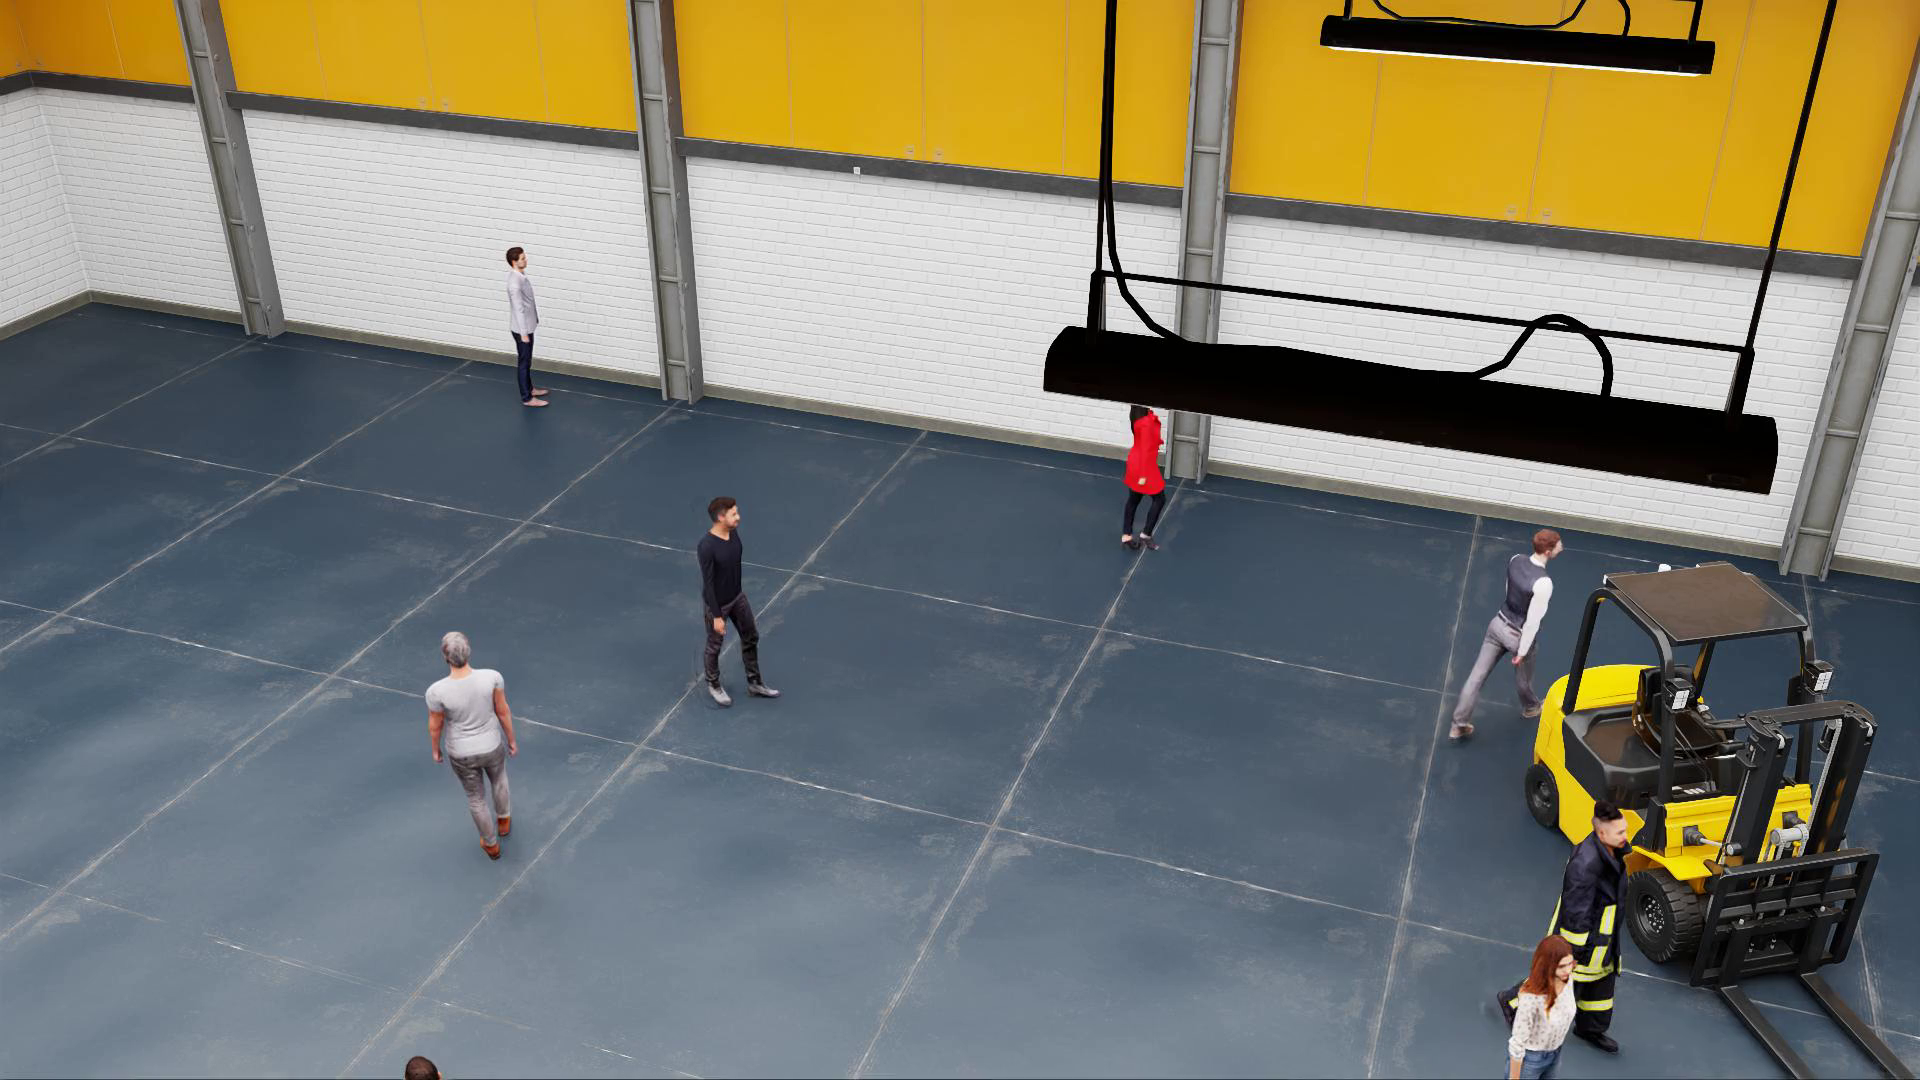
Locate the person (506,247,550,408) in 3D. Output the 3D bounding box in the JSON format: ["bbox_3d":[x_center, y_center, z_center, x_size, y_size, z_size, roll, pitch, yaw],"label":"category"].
[{"bbox_3d":[-4.989,-2.458,18.978,0.756,1.852,0.761,-4,29,-8],"label":"person"}]

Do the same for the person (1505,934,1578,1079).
[{"bbox_3d":[3.203,2.888,9.307,0.651,1.728,0.677,-18,33,-29],"label":"person"}]

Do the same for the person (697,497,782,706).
[{"bbox_3d":[-1.996,0.479,13.592,0.943,1.855,0.839,21,35,33],"label":"person"}]

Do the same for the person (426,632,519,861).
[{"bbox_3d":[-3.405,1.505,11.752,0.903,1.815,0.963,-12,31,-22],"label":"person"}]

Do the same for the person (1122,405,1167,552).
[{"bbox_3d":[1.653,-0.666,15.816,0.758,1.734,0.726,-3,29,-6],"label":"person"}]

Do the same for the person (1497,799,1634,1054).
[{"bbox_3d":[3.778,2.331,10.192,1.106,1.859,0.973,24,37,37],"label":"person"}]

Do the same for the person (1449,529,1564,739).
[{"bbox_3d":[4.257,0.776,13.023,1.367,1.877,1.302,-13,31,-23],"label":"person"}]
